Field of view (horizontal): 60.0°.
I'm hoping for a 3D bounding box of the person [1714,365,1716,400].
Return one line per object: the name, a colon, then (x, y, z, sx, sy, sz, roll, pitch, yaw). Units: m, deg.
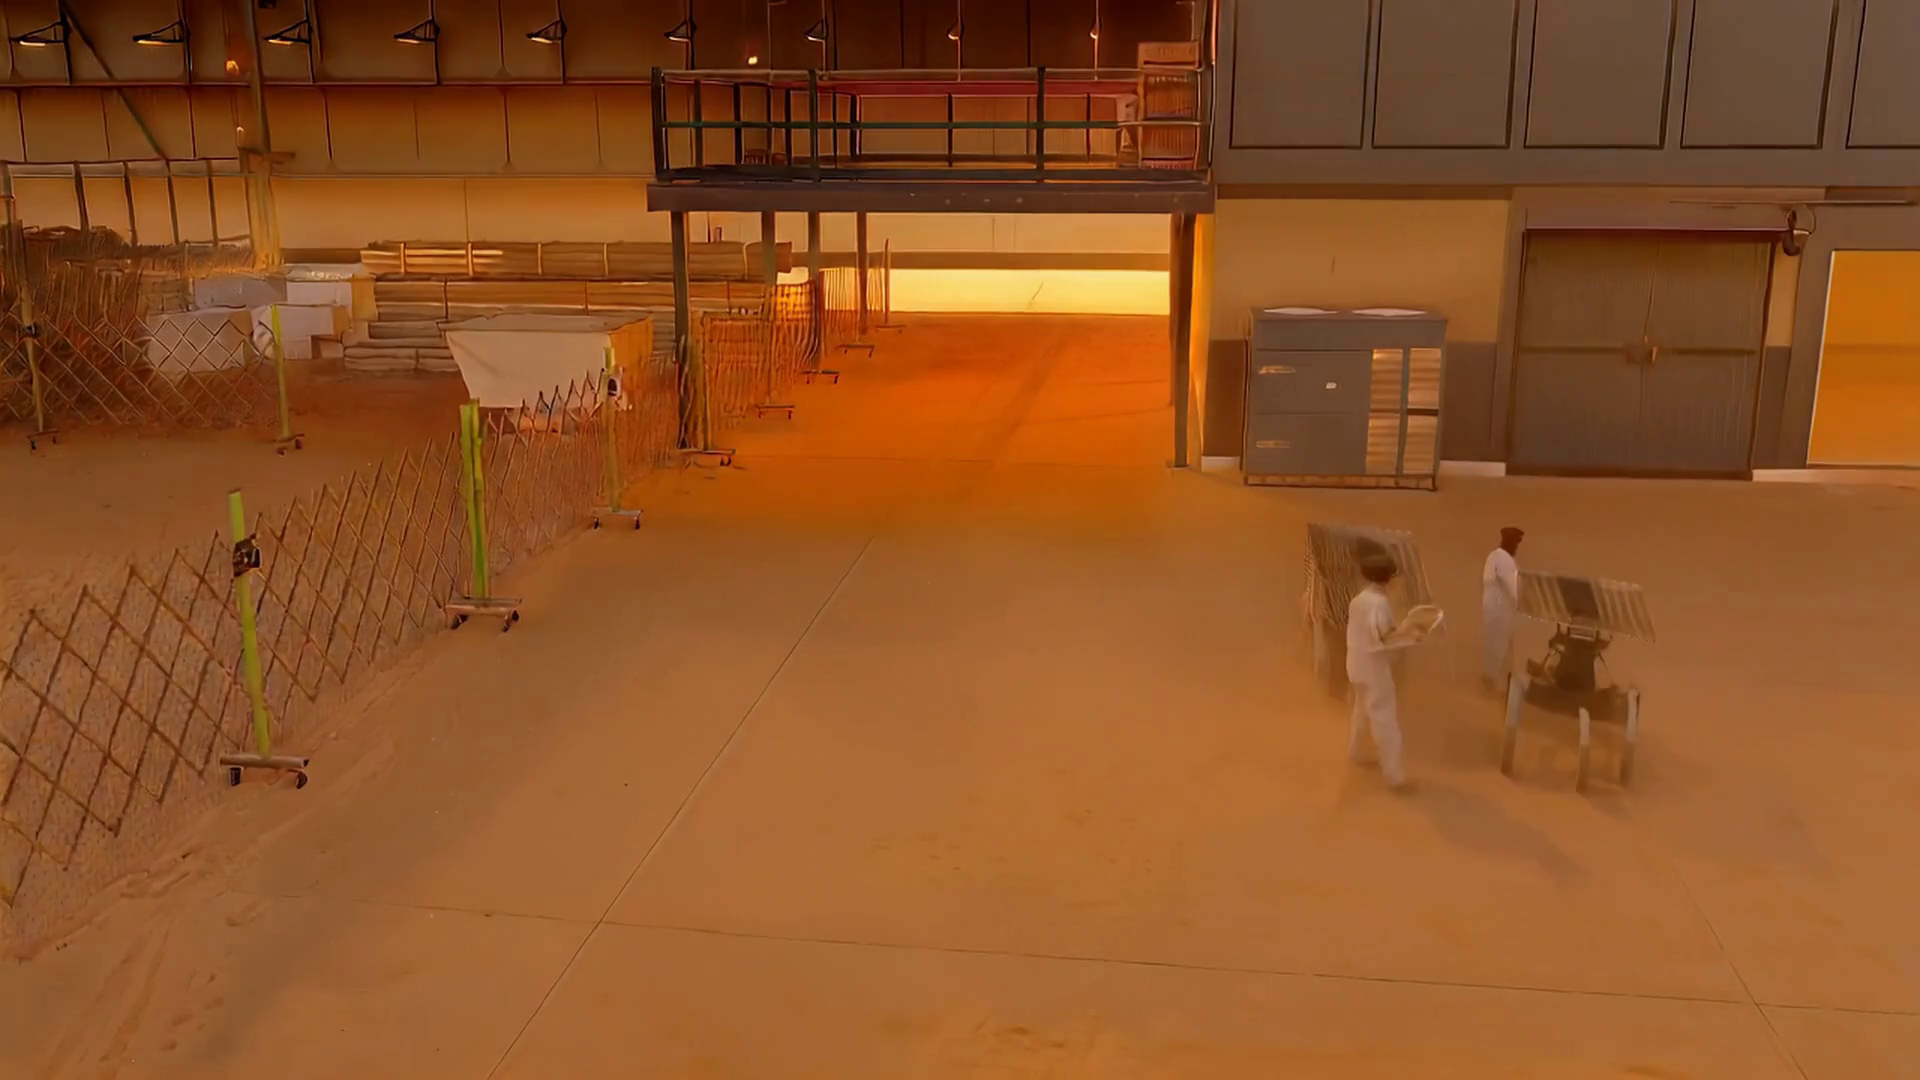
person: (8.116, -1.649, 18.106, 0.284, 1.633, 0.499, -6, 15, -22)
